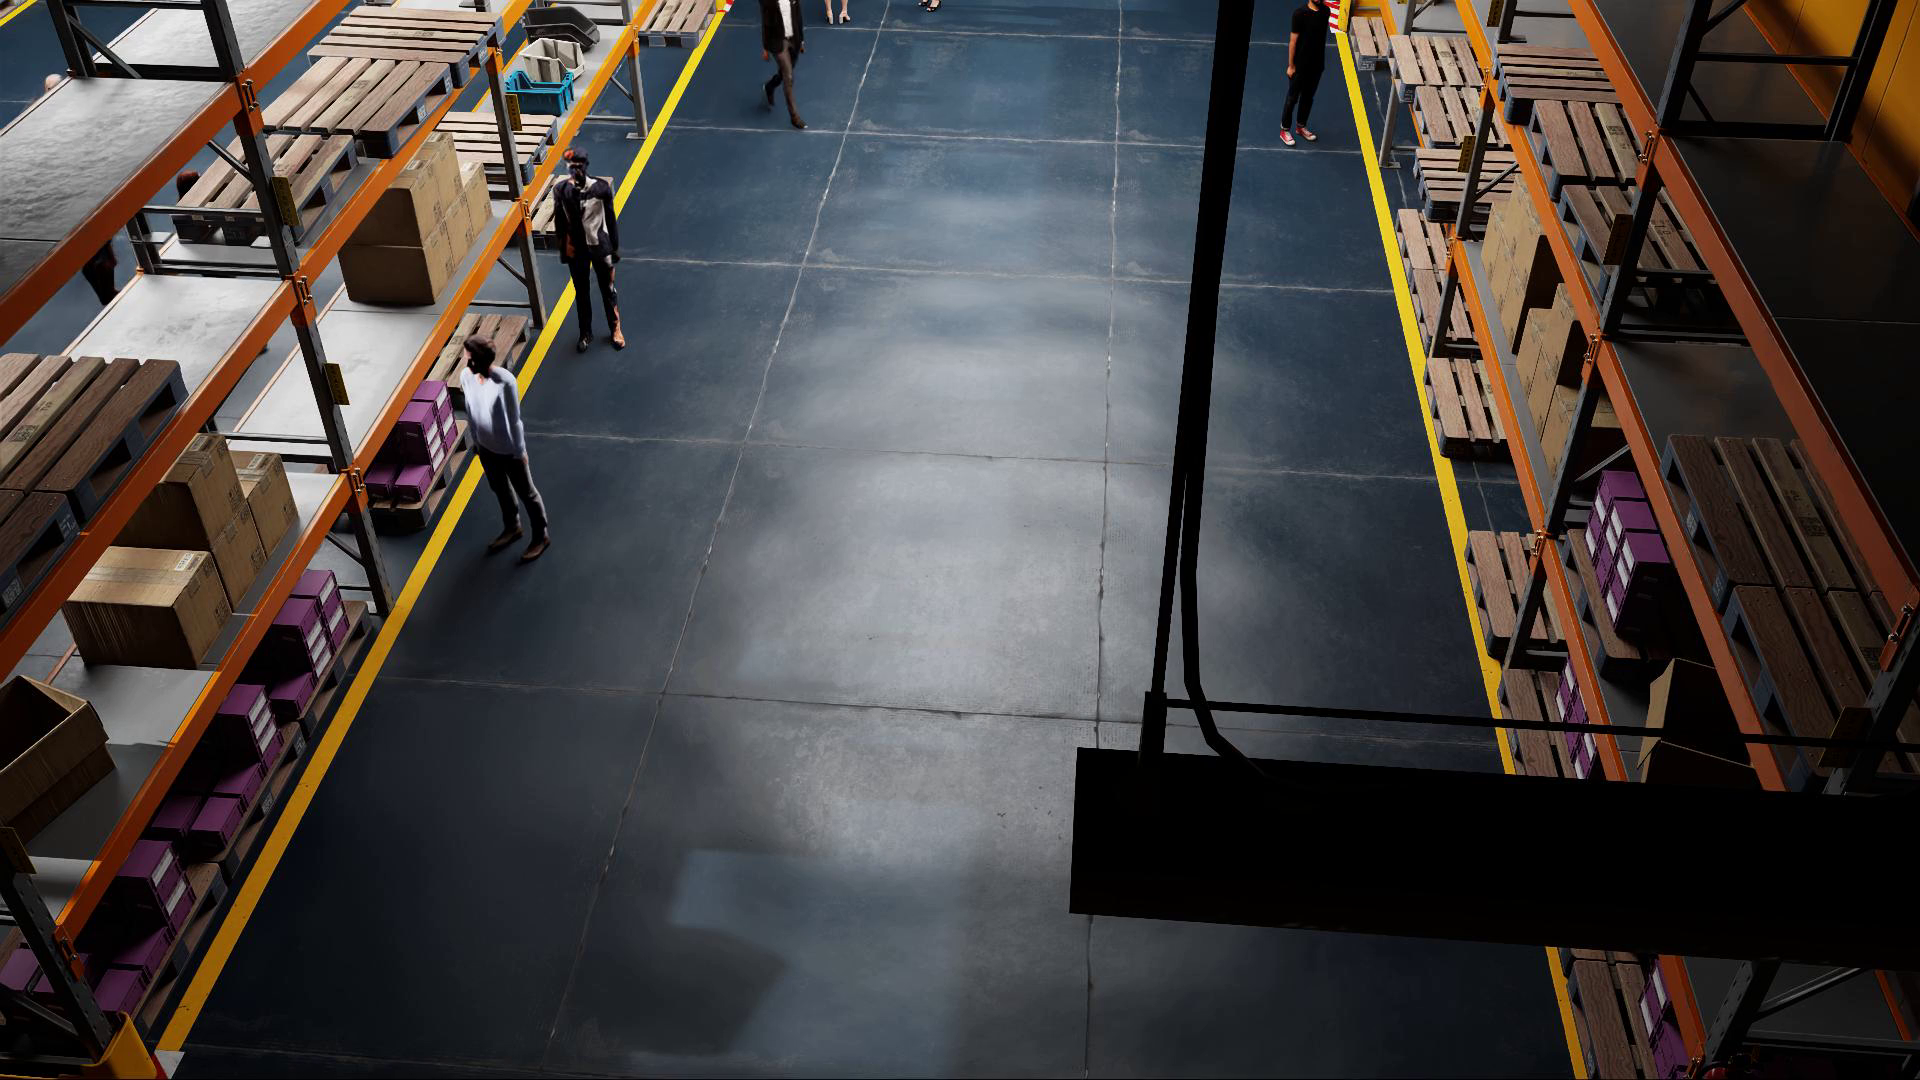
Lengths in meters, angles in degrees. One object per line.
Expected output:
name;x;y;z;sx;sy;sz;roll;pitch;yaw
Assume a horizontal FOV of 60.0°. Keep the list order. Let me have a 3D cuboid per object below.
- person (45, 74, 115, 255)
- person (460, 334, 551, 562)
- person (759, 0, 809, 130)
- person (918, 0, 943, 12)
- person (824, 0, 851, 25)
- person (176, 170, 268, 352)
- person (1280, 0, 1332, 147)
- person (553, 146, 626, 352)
person;-8.348;-3.465;15.750;0.775;1.765;1.126;-2;39;-3
person;-3.353;-0.702;12.189;0.721;1.890;0.702;19;42;22
person;-1.982;-5.456;18.239;1.144;1.769;1.201;-28;46;-30
person;-0.385;-7.537;20.842;0.855;1.774;0.774;-17;42;-20
person;-1.557;-7.266;20.502;0.630;1.774;0.608;3;39;4
person;-6.467;-2.395;14.427;0.670;1.743;0.700;26;45;29
person;3.718;-5.135;17.847;0.724;1.758;0.744;-19;42;-22
person;-3.231;-2.549;14.500;0.729;1.893;0.662;-4;39;-5
